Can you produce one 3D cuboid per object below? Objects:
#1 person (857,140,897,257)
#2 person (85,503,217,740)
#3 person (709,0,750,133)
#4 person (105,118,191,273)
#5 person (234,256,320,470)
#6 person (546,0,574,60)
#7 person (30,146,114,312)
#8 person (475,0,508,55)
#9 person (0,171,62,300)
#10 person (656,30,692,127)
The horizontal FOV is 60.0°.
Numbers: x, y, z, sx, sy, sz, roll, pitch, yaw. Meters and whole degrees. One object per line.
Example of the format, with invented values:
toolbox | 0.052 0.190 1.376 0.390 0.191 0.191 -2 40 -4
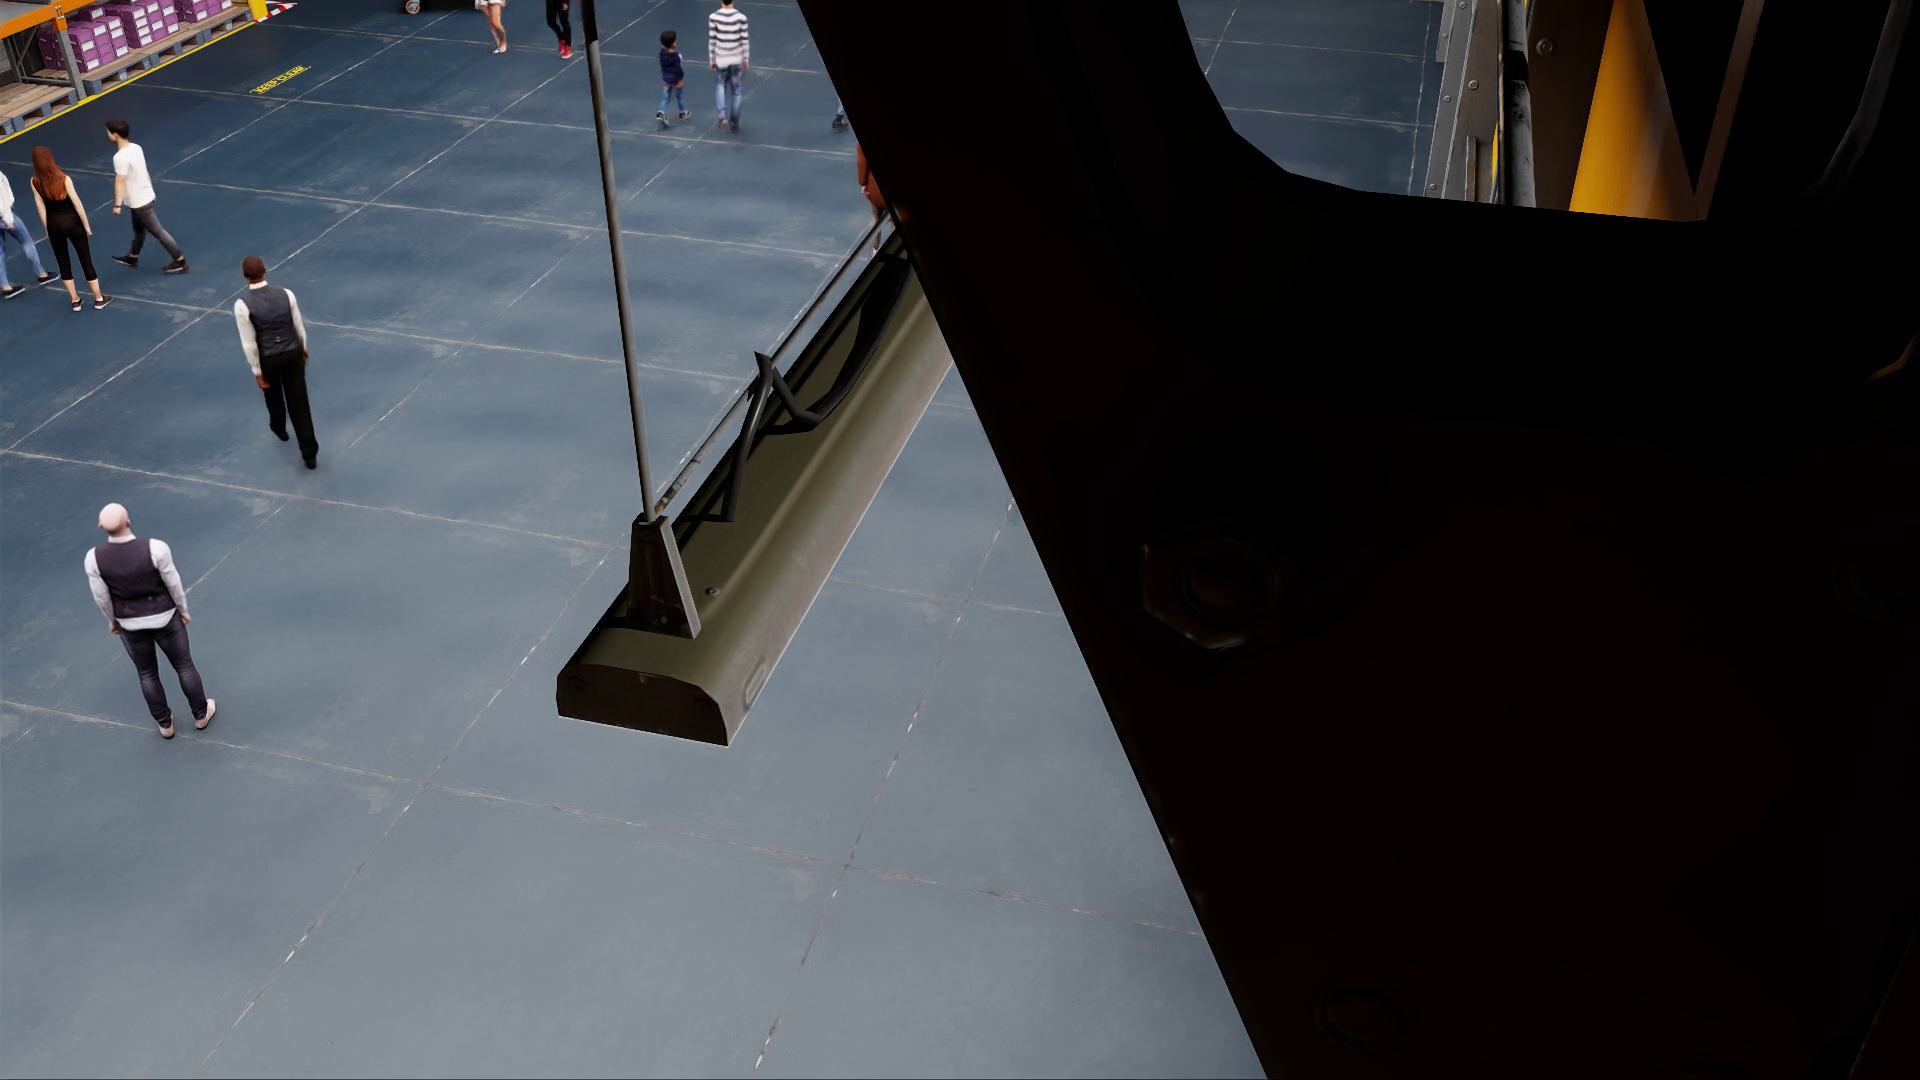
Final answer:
person | -0.787 -3.777 17.771 0.789 1.839 0.861 2 34 3
person | -5.506 0.545 11.284 0.782 1.822 0.797 -11 35 -16
person | -2.933 -6.096 21.272 0.792 1.824 0.854 -4 34 -6
person | -8.643 -3.624 17.683 0.940 1.682 1.081 -3 34 -5
person | -5.814 -1.493 14.299 1.172 1.878 1.226 -18 37 -24
person | -5.772 -7.832 24.034 0.622 1.660 0.604 11 35 16
person | -9.145 -3.183 16.980 0.650 1.725 0.644 -5 34 -8
person | -6.787 -7.911 24.207 0.566 1.600 0.575 10 35 14
person | -10.024 -3.302 17.215 0.698 1.664 0.892 15 37 22
person | -3.803 -6.019 21.717 0.644 1.204 0.889 16 37 22
